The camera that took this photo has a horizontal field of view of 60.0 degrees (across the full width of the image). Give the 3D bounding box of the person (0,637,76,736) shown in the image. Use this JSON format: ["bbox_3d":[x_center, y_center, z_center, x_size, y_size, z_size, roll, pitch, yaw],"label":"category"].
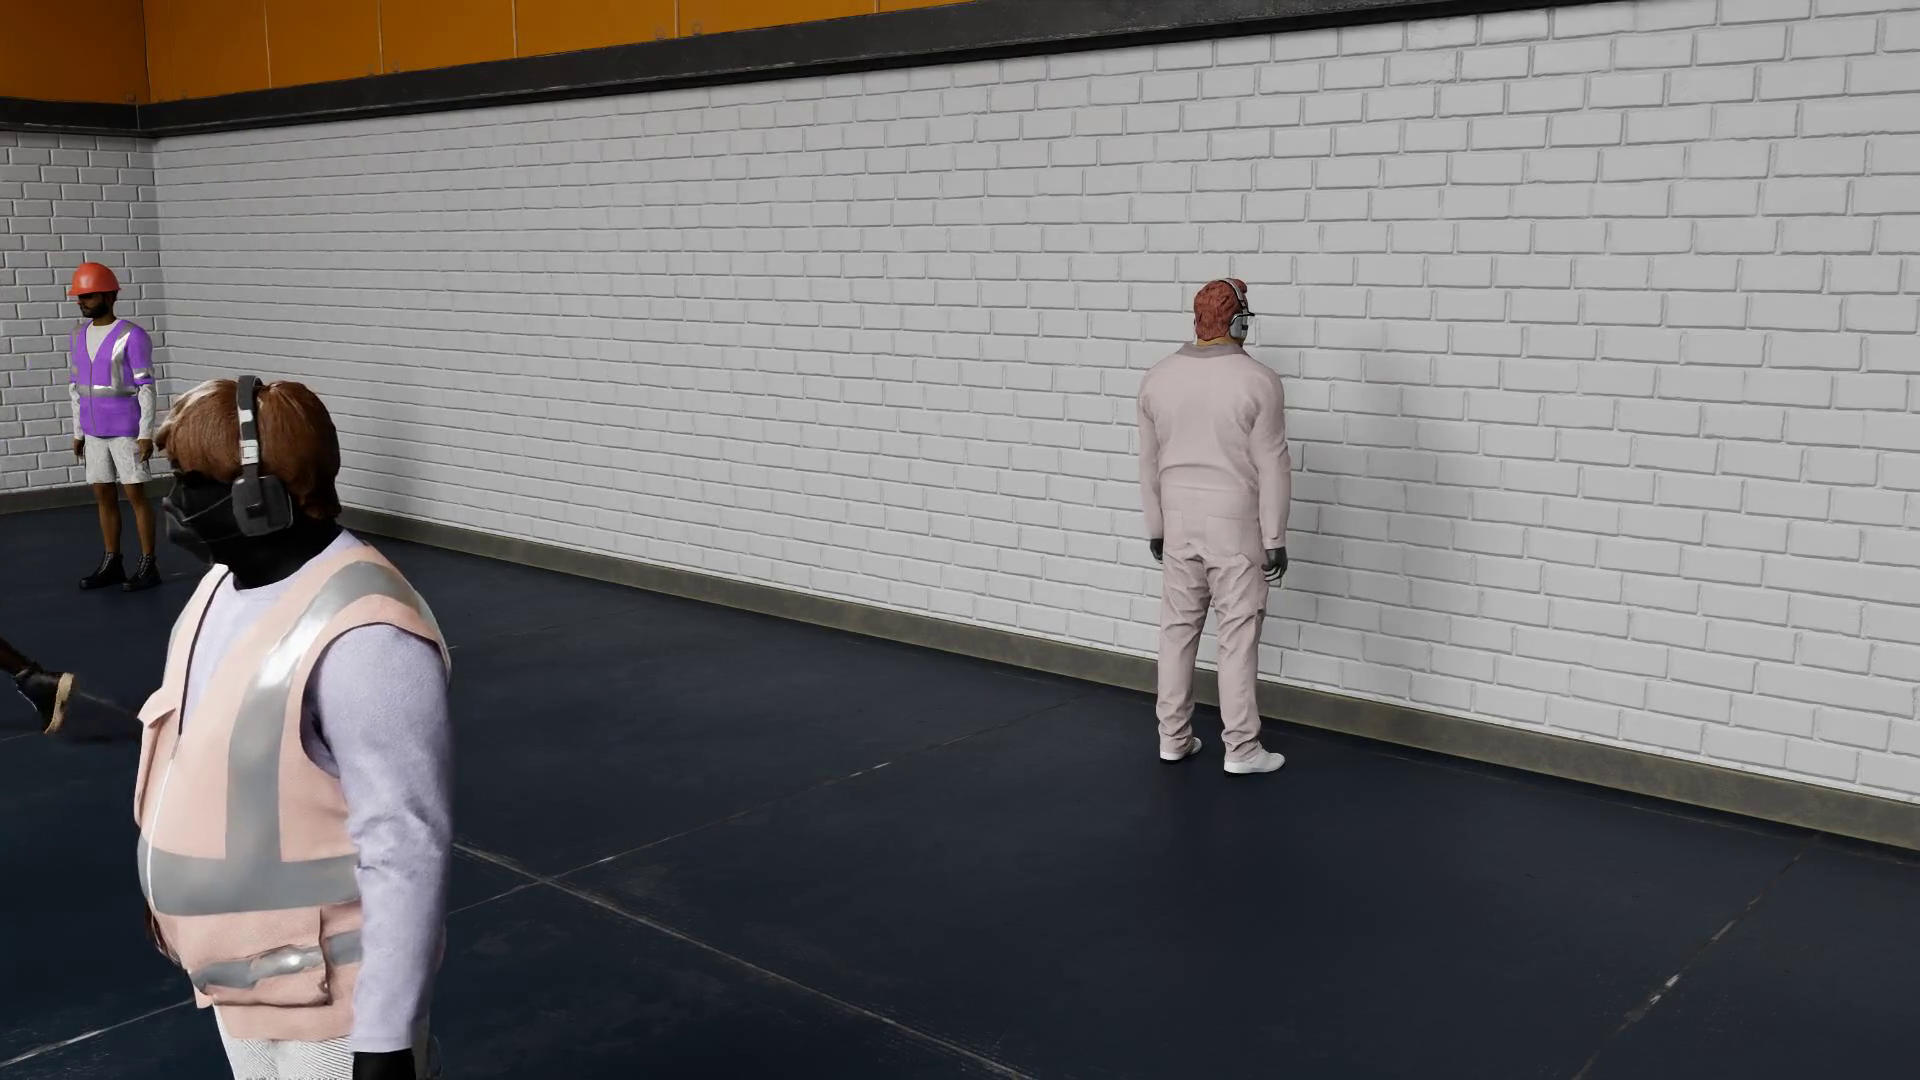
[{"bbox_3d":[-4.037,-0.099,6.677,0.861,1.936,0.619,0,10,1],"label":"person"}]

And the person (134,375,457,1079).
[{"bbox_3d":[-1.007,0.667,2.559,0.430,1.841,0.624,-9,14,-43],"label":"person"}]

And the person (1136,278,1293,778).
[{"bbox_3d":[0.997,-0.044,6.416,0.638,1.909,0.408,8,13,39],"label":"person"}]

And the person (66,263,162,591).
[{"bbox_3d":[-5.016,-0.656,9.811,0.553,1.935,0.361,3,10,16],"label":"person"}]
